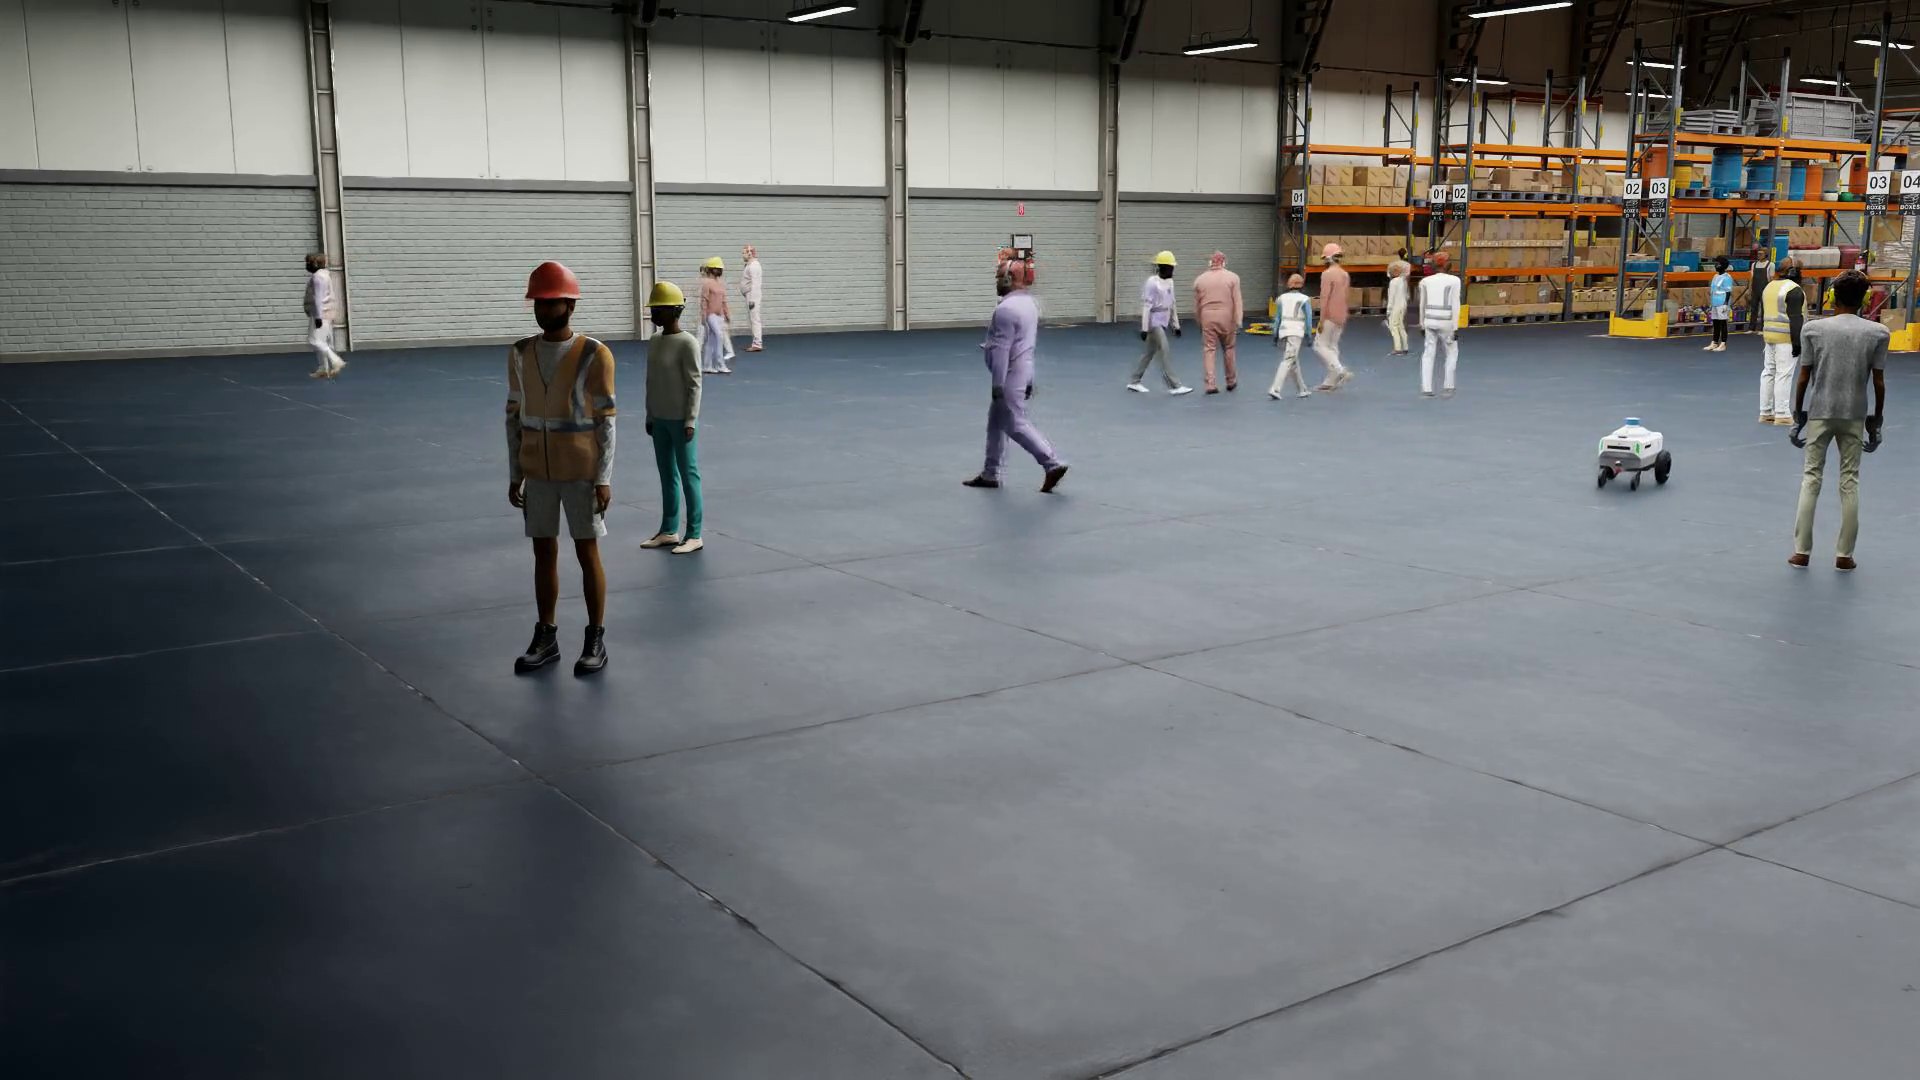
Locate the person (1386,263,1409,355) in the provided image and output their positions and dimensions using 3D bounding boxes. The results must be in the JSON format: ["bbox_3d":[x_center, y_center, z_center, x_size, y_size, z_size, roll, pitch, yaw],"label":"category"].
[{"bbox_3d":[7.656,-4.041,29.093,0.402,1.605,0.632,7,13,35],"label":"person"}]

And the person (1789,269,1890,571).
[{"bbox_3d":[5.419,-0.733,10.279,0.509,1.863,0.311,5,11,25],"label":"person"}]

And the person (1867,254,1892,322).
[{"bbox_3d":[20.129,-5.442,36.479,0.908,1.722,0.531,-9,14,-41],"label":"person"}]

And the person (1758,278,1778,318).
[{"bbox_3d":[19.385,-6.008,39.853,0.377,1.621,0.558,-7,12,-34],"label":"person"}]

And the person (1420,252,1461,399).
[{"bbox_3d":[6.171,-2.734,21.258,0.595,1.854,0.759,10,14,44],"label":"person"}]

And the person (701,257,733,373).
[{"bbox_3d":[-3.598,-3.360,24.958,0.686,1.739,0.553,4,11,20],"label":"person"}]

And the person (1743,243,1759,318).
[{"bbox_3d":[19.462,-6.308,40.714,0.403,1.908,0.542,-2,11,-11],"label":"person"}]

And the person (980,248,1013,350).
[{"bbox_3d":[0.778,-4.270,29.707,0.917,1.848,0.580,-7,12,-34],"label":"person"}]

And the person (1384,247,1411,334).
[{"bbox_3d":[9.227,-5.240,35.019,0.717,1.850,0.525,-6,12,-32],"label":"person"}]

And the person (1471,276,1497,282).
[{"bbox_3d":[13.123,-6.477,41.659,0.607,1.893,0.441,4,11,19],"label":"person"}]

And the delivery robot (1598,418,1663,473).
[{"bbox_3d":[5.572,-0.773,13.812,0.477,0.478,0.707,8,13,37],"label":"delivery robot"}]

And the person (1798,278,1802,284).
[{"bbox_3d":[24.457,-7.749,48.512,0.470,1.941,0.692,4,11,23],"label":"person"}]

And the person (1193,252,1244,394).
[{"bbox_3d":[3.453,-2.873,22.059,0.709,1.838,0.968,4,11,19],"label":"person"}]

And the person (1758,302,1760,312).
[{"bbox_3d":[20.846,-6.801,43.089,0.674,2.028,0.637,-6,12,-32],"label":"person"}]

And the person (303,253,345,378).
[{"bbox_3d":[-9.278,-3.245,24.133,0.456,1.825,0.644,-3,11,-15],"label":"person"}]

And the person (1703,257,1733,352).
[{"bbox_3d":[13.646,-4.225,29.862,0.322,1.697,0.534,-1,10,-3],"label":"person"}]

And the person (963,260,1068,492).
[{"bbox_3d":[0.460,-1.323,13.468,0.881,1.875,0.651,3,11,18],"label":"person"}]

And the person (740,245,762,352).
[{"bbox_3d":[-3.758,-4.341,29.929,0.403,1.904,0.652,-1,10,-6],"label":"person"}]

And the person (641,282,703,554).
[{"bbox_3d":[-1.887,-0.793,10.858,0.524,1.769,0.316,10,14,44],"label":"person"}]

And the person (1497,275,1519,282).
[{"bbox_3d":[13.661,-6.421,41.527,0.404,1.835,0.589,-7,13,-35],"label":"person"}]

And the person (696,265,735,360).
[{"bbox_3d":[-4.174,-3.787,27.755,0.884,1.593,0.527,-7,13,-34],"label":"person"}]

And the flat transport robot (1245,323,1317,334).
[{"bbox_3d":[6.802,-4.490,35.226,1.431,0.197,0.652,-6,12,-29],"label":"flat transport robot"}]

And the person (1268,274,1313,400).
[{"bbox_3d":[4.201,-2.582,21.147,0.851,1.589,0.532,-8,13,-36],"label":"person"}]

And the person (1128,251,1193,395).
[{"bbox_3d":[2.619,-2.841,21.816,1.012,1.870,0.607,6,12,30],"label":"person"}]

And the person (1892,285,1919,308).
[{"bbox_3d":[19.886,-5.195,34.883,0.601,1.814,0.673,7,13,35],"label":"person"}]

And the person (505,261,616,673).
[{"bbox_3d":[-1.889,-0.333,7.853,0.545,1.942,0.351,2,11,12],"label":"person"}]

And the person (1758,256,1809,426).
[{"bbox_3d":[9.035,-2.175,18.231,0.429,1.844,0.625,-1,10,-5],"label":"person"}]

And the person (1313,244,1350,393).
[{"bbox_3d":[4.931,-2.909,21.940,0.597,1.962,0.652,10,14,44],"label":"person"}]

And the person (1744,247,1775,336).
[{"bbox_3d":[16.706,-5.184,34.712,0.325,1.843,0.517,-7,13,-35],"label":"person"}]
